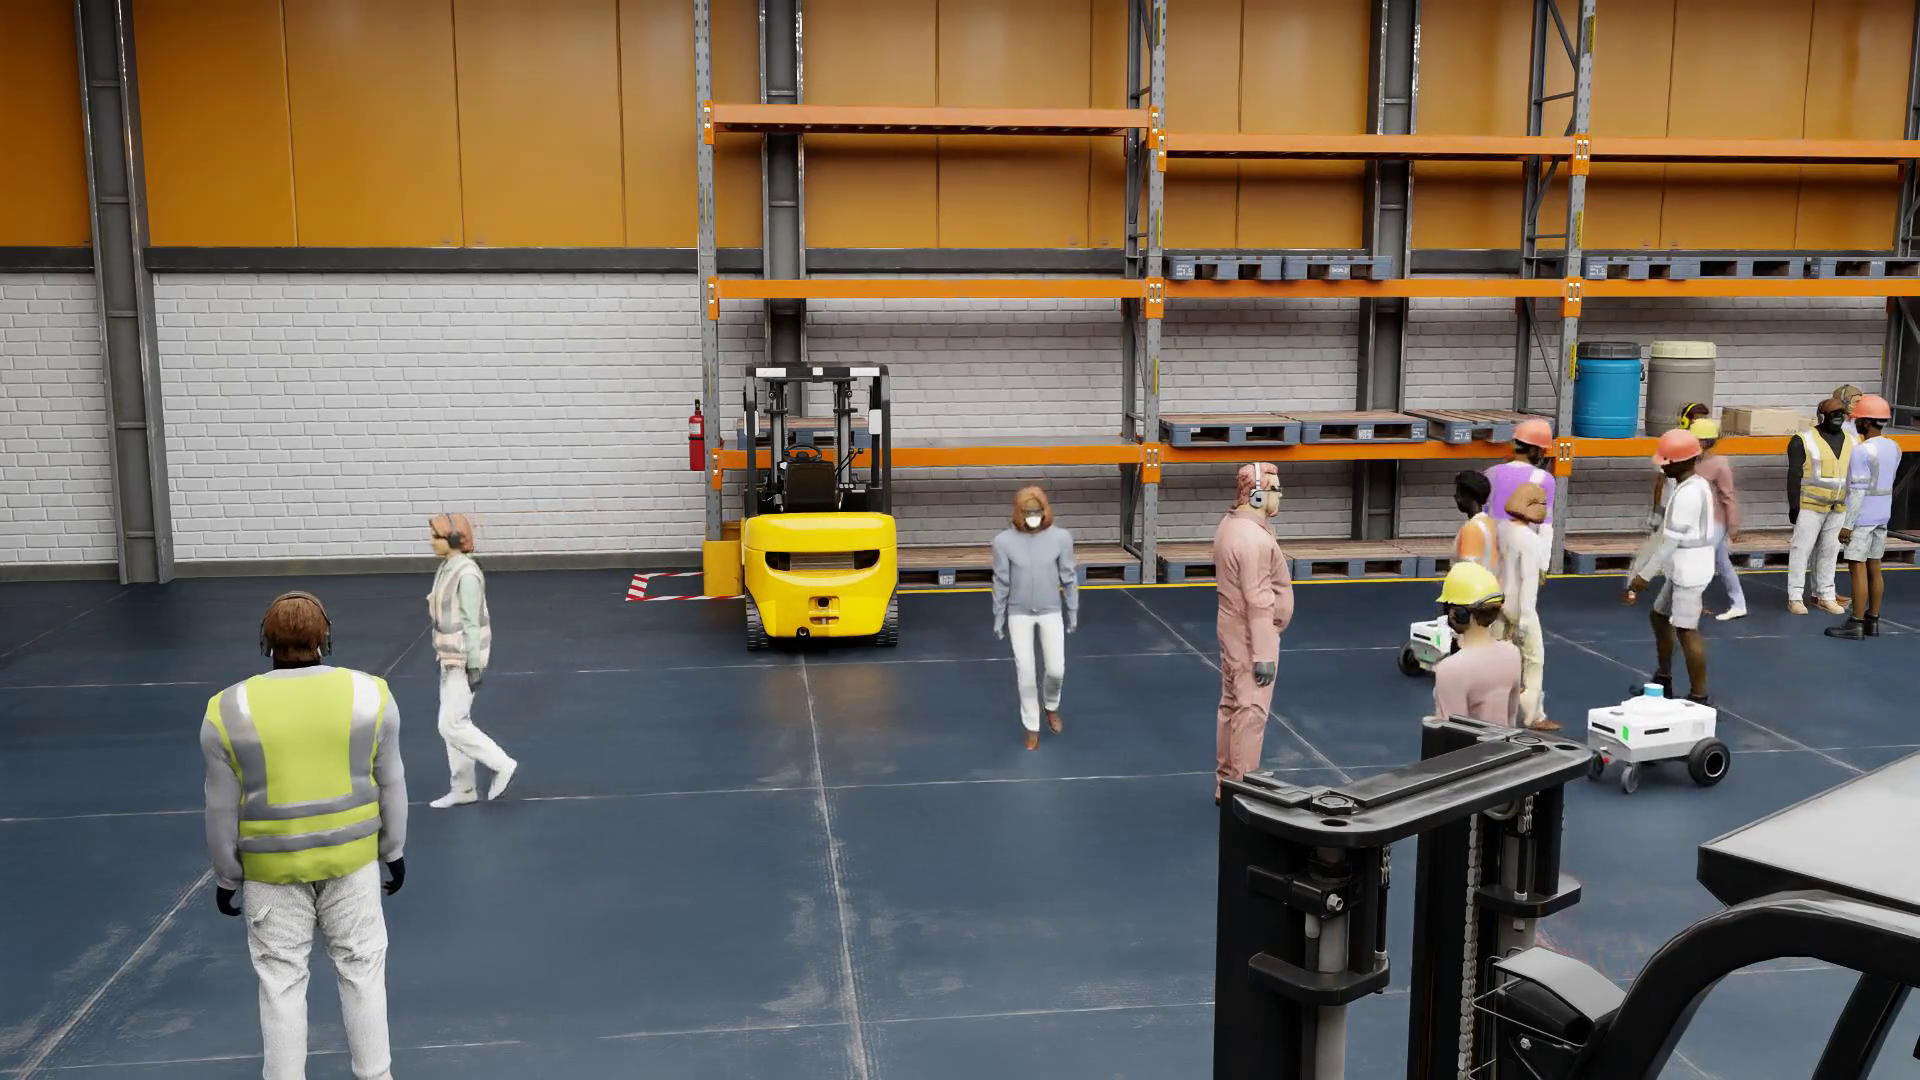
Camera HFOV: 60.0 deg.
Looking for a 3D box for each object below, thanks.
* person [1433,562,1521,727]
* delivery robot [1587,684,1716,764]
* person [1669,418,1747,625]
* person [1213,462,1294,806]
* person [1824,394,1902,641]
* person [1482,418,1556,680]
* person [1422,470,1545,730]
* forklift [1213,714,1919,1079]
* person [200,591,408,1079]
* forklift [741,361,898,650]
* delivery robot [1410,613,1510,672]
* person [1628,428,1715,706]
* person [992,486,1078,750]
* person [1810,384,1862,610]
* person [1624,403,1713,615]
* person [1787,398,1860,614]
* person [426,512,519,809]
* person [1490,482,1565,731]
[{"bbox_3d":[2.000,0.962,6.578,0.533,1.765,0.330,-8,12,-41],"label":"person"},{"bbox_3d":[3.923,1.060,9.438,0.707,0.478,0.477,-3,10,-21],"label":"delivery robot"},{"bbox_3d":[6.175,-0.153,13.694,0.893,1.708,0.532,-1,9,-8],"label":"person"},{"bbox_3d":[1.552,0.539,8.778,0.409,1.907,0.651,-1,9,-5],"label":"person"},{"bbox_3d":[7.138,-0.176,13.132,0.545,1.942,0.349,-6,11,-34],"label":"person"},{"bbox_3d":[3.770,0.109,11.472,0.754,1.906,0.584,-8,12,-42],"label":"person"},{"bbox_3d":[3.306,0.398,10.399,0.694,1.669,0.548,4,10,23],"label":"person"},{"bbox_3d":[1.441,1.425,2.350,1.214,2.155,2.313,-7,12,-39],"label":"forklift"},{"bbox_3d":[-2.186,1.079,5.604,0.633,1.843,0.429,-5,10,-27],"label":"person"},{"bbox_3d":[-1.154,-0.340,13.365,1.214,2.155,2.313,-1,9,-7],"label":"forklift"},{"bbox_3d":[3.549,0.684,11.780,0.707,0.478,0.477,-4,10,-25],"label":"delivery robot"},{"bbox_3d":[4.634,0.214,10.840,0.653,1.902,0.656,5,10,28],"label":"person"},{"bbox_3d":[0.454,0.467,10.129,0.519,1.617,0.378,0,9,2],"label":"person"},{"bbox_3d":[7.583,-0.375,14.380,0.373,1.940,0.628,6,11,34],"label":"person"},{"bbox_3d":[6.084,-0.289,14.302,0.546,1.813,0.833,-4,10,-23],"label":"person"},{"bbox_3d":[7.332,-0.284,14.117,0.622,1.845,0.429,-1,9,-4],"label":"person"},{"bbox_3d":[-2.676,0.654,8.927,0.398,1.623,0.533,-5,11,-31],"label":"person"},{"bbox_3d":[3.419,0.427,10.434,0.753,1.605,0.524,-2,9,-12],"label":"person"}]
